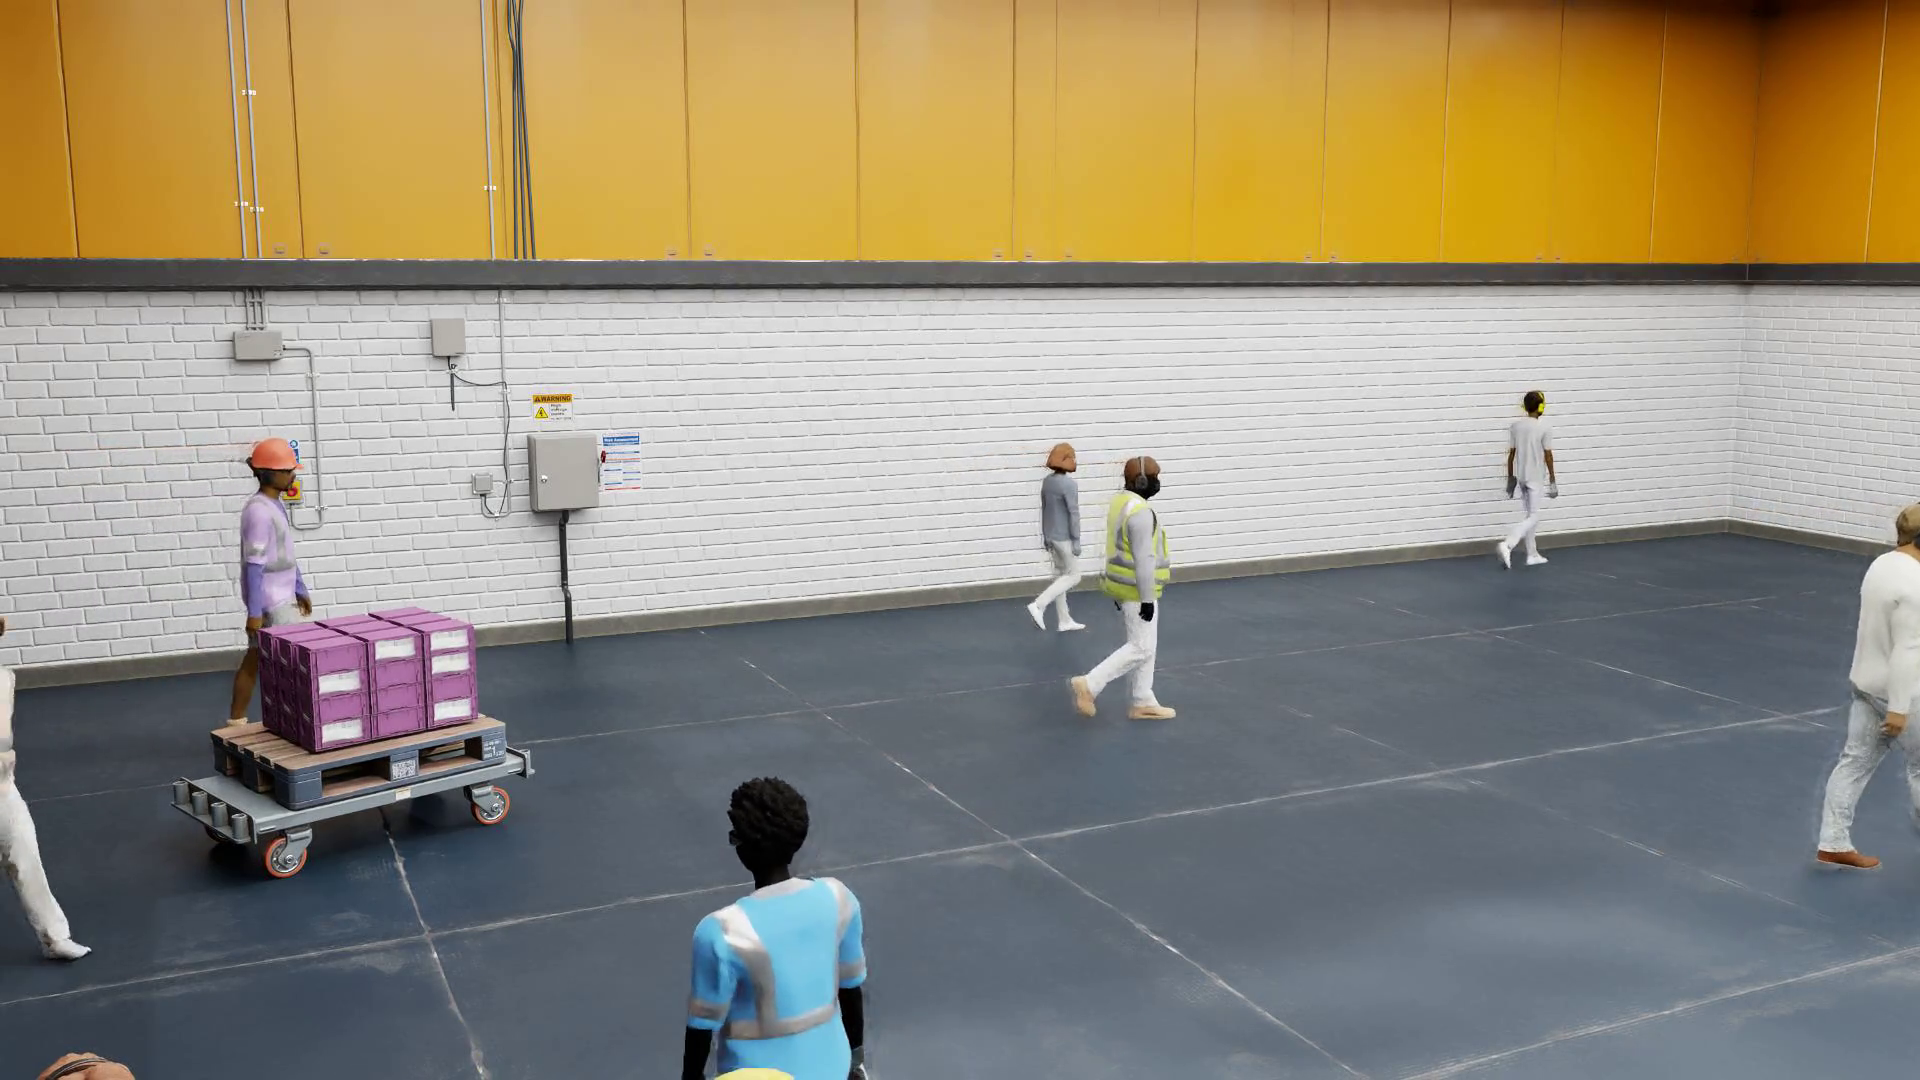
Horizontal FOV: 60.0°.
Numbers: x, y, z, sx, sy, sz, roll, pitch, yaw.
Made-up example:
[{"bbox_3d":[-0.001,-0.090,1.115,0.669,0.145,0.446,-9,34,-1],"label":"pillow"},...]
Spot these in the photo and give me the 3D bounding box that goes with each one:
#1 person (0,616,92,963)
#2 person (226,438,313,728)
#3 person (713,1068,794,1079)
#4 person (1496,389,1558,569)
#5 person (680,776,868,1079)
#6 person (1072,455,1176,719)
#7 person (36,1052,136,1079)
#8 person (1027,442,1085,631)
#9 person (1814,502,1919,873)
[{"bbox_3d":[-4.289,1.089,7.221,0.889,1.589,0.509,3,10,18],"label":"person"},{"bbox_3d":[-4.218,0.354,10.511,1.016,1.991,0.638,-3,10,-16],"label":"person"},{"bbox_3d":[-0.440,1.733,2.764,1.013,1.741,0.604,-2,9,-12],"label":"person"},{"bbox_3d":[5.811,-0.618,17.028,0.808,1.845,0.522,-5,10,-28],"label":"person"},{"bbox_3d":[-0.523,1.473,4.539,0.501,1.677,0.548,8,12,40],"label":"person"},{"bbox_3d":[1.118,0.339,11.139,0.655,1.822,0.635,-1,9,-5],"label":"person"},{"bbox_3d":[-1.572,1.730,3.078,0.306,1.640,0.523,6,11,33],"label":"person"},{"bbox_3d":[0.815,-0.011,13.921,0.530,1.619,0.511,-4,10,-25],"label":"person"},{"bbox_3d":[4.768,0.762,8.248,0.925,1.903,0.648,1,9,9],"label":"person"}]
